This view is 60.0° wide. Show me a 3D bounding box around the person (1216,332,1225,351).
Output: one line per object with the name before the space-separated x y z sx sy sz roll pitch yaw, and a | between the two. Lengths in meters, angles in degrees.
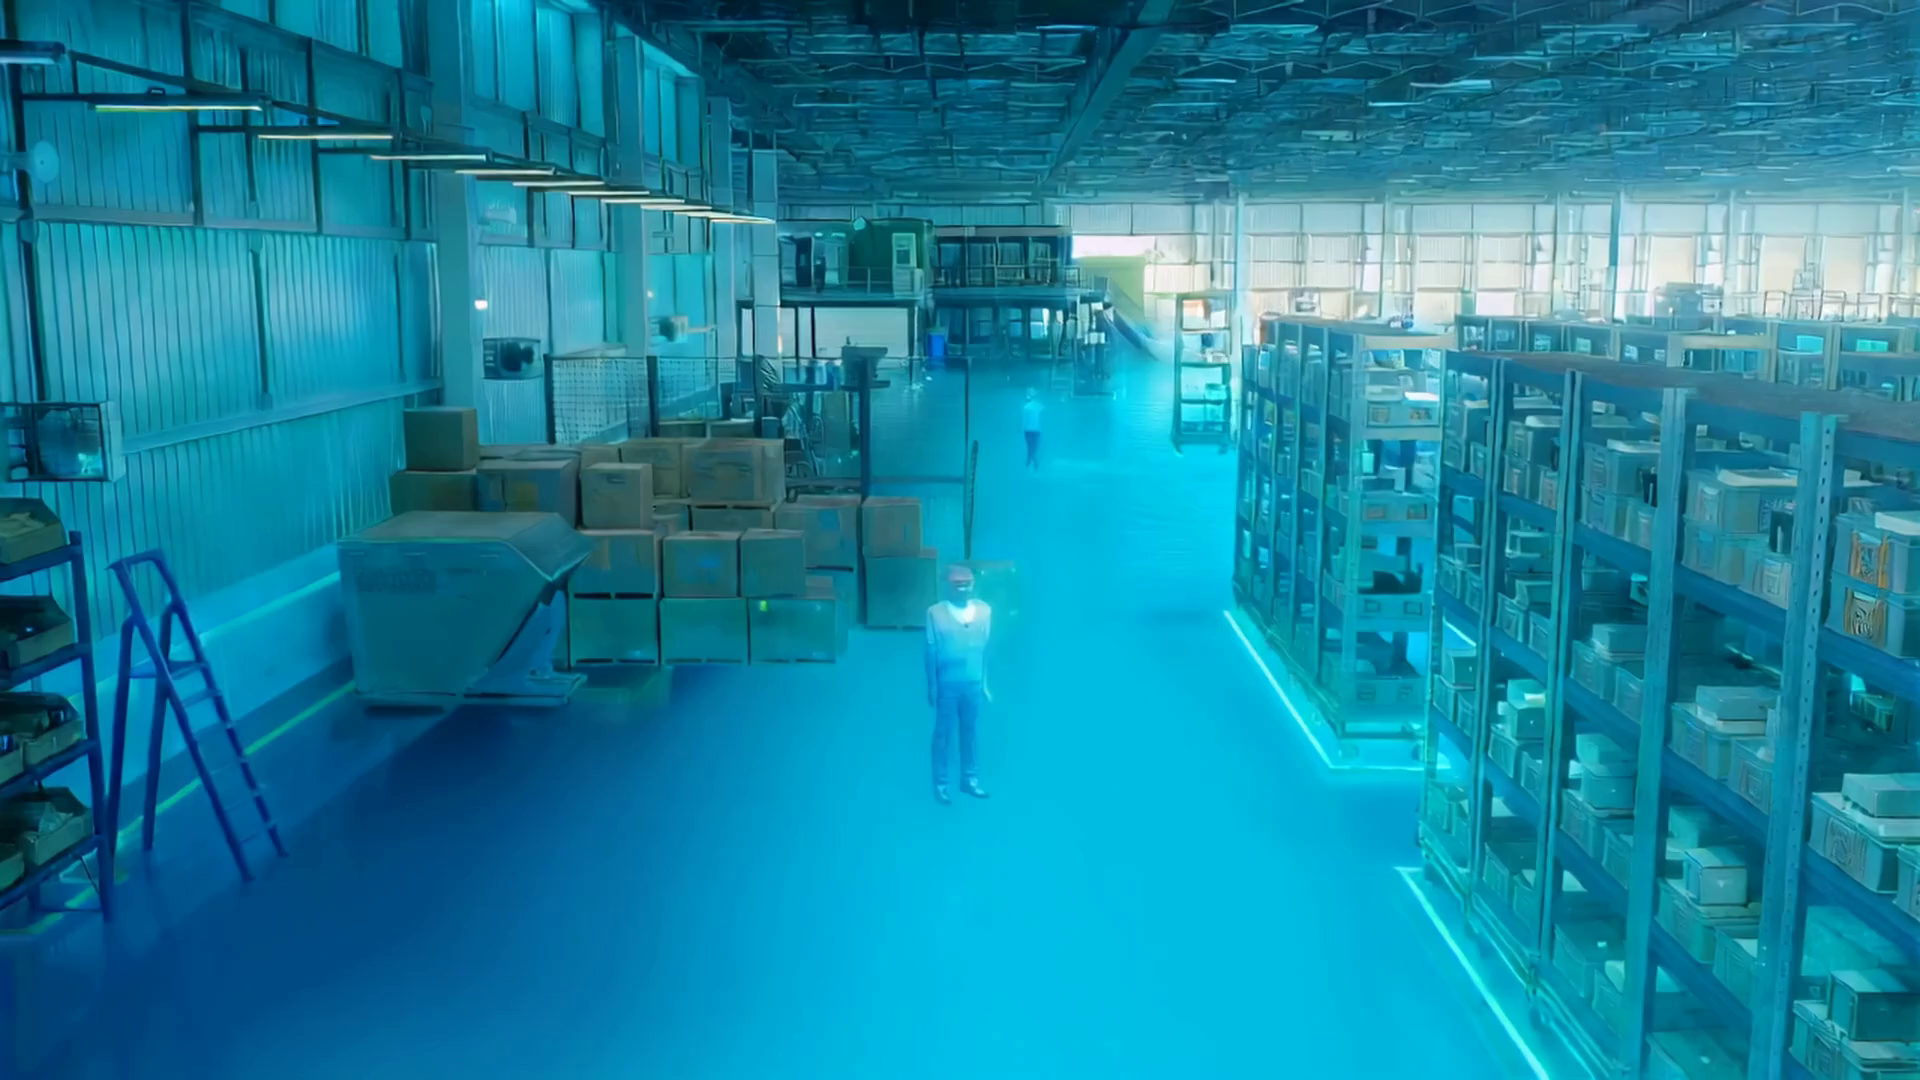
person | 12.466 -9.649 79.207 0.610 1.858 1.031 -1 9 -5

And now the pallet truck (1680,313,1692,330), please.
pallet truck | 36.315 -10.531 84.244 0.823 1.965 1.885 -6 11 -33

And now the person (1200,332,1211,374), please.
person | 9.764 -7.512 65.963 0.574 1.886 0.356 -7 12 -39

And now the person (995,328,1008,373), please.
person | 1.666 -7.654 67.117 0.534 1.812 0.948 8 12 41

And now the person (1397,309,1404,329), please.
person | 24.814 -12.035 93.705 0.402 1.938 0.603 7 12 39

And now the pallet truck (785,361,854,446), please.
pallet truck | -3.410 -3.193 38.978 1.885 1.965 0.823 0 9 -1

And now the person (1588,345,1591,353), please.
person | 19.021 -4.940 50.083 0.552 1.885 0.987 0 9 -2

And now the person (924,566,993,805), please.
person | -0.011 1.106 12.919 0.565 1.846 0.390 -5 10 -27

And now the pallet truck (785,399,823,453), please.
pallet truck | -3.814 -2.432 36.419 1.630 1.274 0.653 0 9 1

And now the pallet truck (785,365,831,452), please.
pallet truck | -3.774 -2.976 37.635 1.885 1.965 0.823 1 9 5

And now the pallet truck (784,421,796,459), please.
pallet truck | -4.013 -1.793 32.705 1.601 1.201 0.680 0 9 1

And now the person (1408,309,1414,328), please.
person | 25.721 -12.227 94.921 0.385 1.925 0.592 0 9 0

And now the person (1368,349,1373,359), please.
person | 12.984 -5.248 52.207 0.404 1.824 0.586 -1 9 -4

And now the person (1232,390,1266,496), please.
person | 5.162 -1.716 29.824 0.617 2.016 0.870 -1 9 -6

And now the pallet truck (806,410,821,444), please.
pallet truck | -3.559 -2.018 33.905 1.522 1.261 0.704 0 9 -1

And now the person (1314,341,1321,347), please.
person | 16.280 -8.982 75.201 0.984 1.844 0.584 -8 12 -40

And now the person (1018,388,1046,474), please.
person | 1.431 -2.225 33.868 0.546 1.719 0.919 -6 11 -35

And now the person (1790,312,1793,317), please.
person | 44.271 -11.224 88.746 0.651 1.912 0.576 1 9 6

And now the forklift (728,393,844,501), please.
forklift | -2.979 -1.316 26.476 2.680 1.987 1.157 0 9 1

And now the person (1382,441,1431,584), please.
person | 5.598 -0.266 21.002 0.609 1.979 0.622 4 10 22

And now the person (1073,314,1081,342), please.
person | 6.811 -12.368 95.862 0.584 1.911 0.392 -4 10 -23

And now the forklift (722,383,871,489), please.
forklift | -2.893 -1.687 28.729 2.680 1.987 1.157 0 9 -1

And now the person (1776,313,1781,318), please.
person | 42.248 -10.787 86.047 0.626 1.925 0.388 6 11 33

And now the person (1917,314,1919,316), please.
person | 48.017 -10.383 83.624 0.634 1.917 0.758 -8 12 -40

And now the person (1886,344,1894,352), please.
person | 32.697 -6.133 58.250 0.679 1.617 0.512 -4 10 -21
